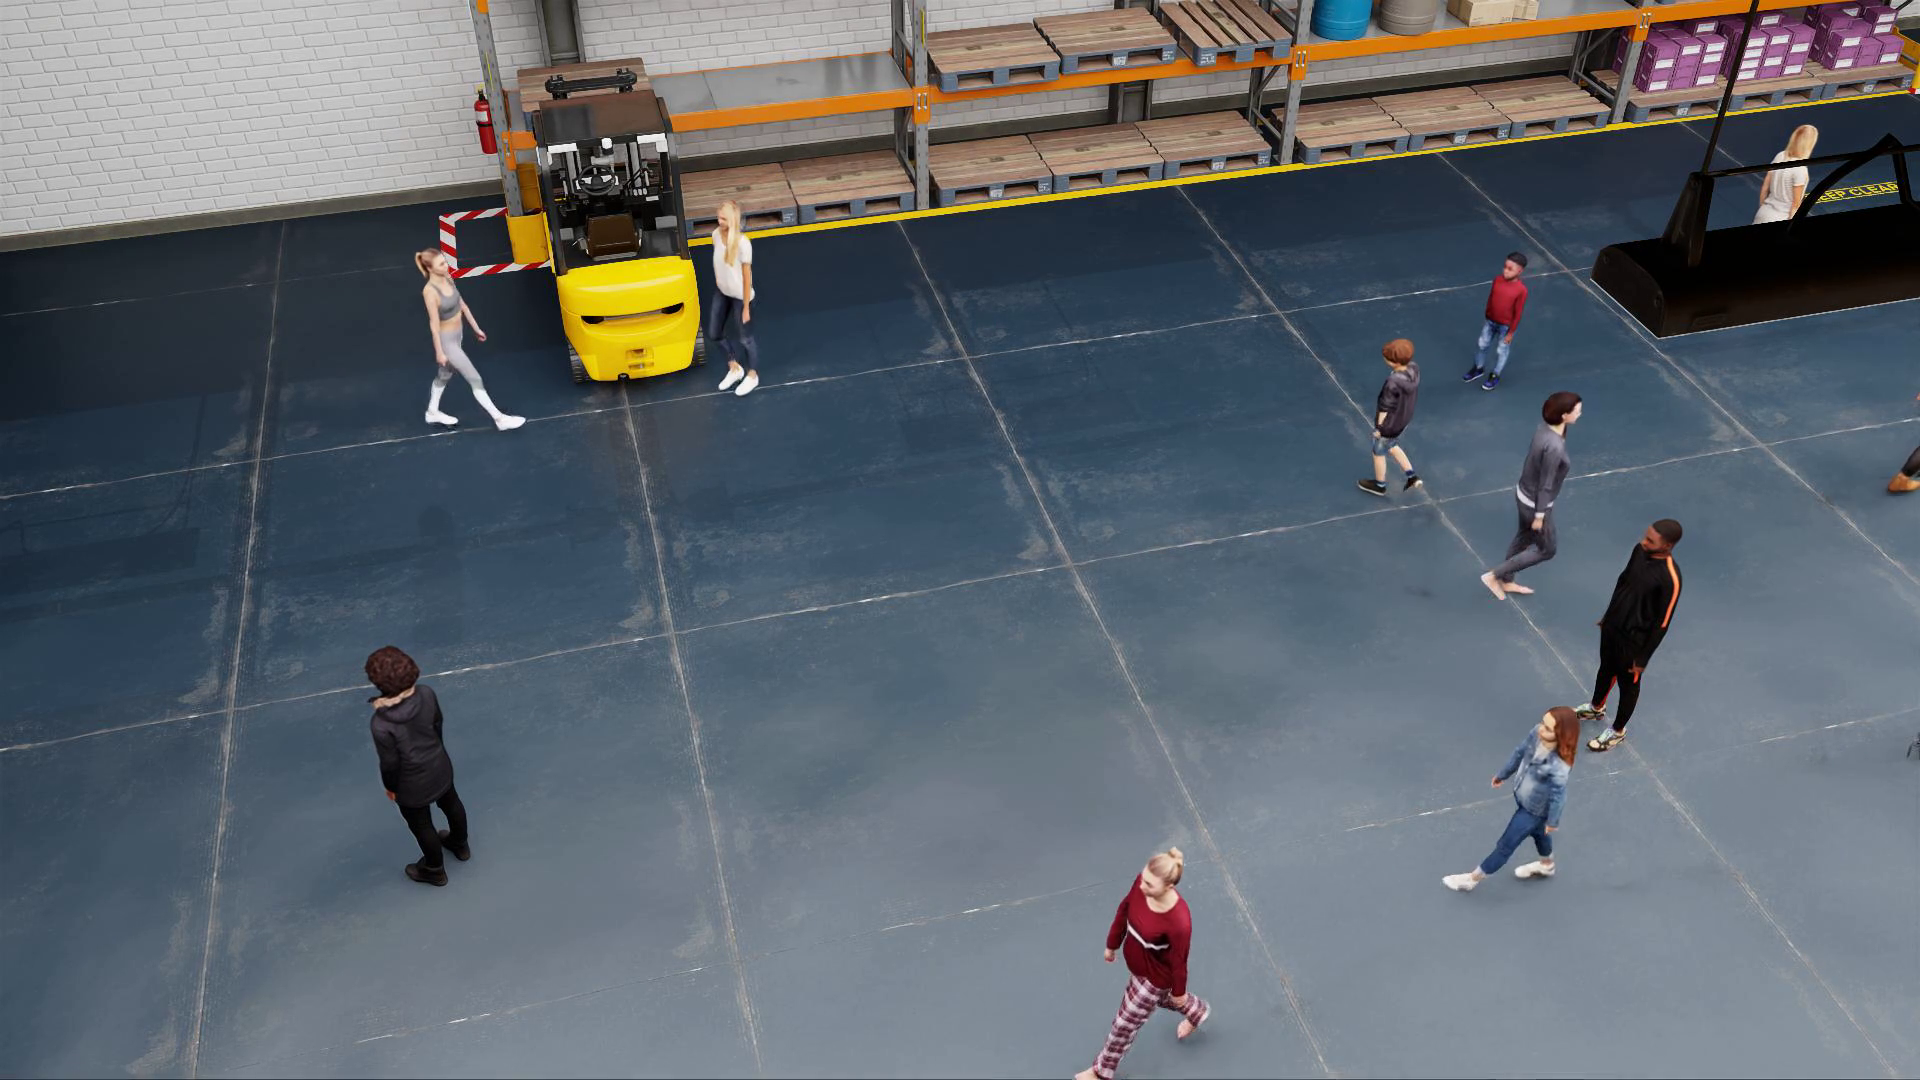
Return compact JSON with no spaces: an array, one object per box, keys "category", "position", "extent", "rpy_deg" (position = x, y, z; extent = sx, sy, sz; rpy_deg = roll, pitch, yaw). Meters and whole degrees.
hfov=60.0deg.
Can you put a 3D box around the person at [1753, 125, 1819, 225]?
[{"category":"person","position":[7.271,-2.851,14.867],"extent":[0.514,1.825,0.606],"rpy_deg":[-10,40,-12]}]

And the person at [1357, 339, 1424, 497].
[{"category":"person","position":[3.355,-0.887,12.723],"extent":[0.779,1.433,0.796],"rpy_deg":[-32,48,-33]}]

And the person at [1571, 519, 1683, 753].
[{"category":"person","position":[4.285,0.575,10.590],"extent":[0.517,1.809,0.619],"rpy_deg":[-9,39,-11]}]

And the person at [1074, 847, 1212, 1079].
[{"category":"person","position":[1.057,2.188,8.689],"extent":[1.126,1.660,0.762],"rpy_deg":[-17,42,-20]}]

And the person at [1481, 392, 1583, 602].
[{"category":"person","position":[3.970,-0.295,11.721],"extent":[0.783,1.757,0.741],"rpy_deg":[3,39,4]}]

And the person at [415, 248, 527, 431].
[{"category":"person","position":[-4.188,-1.592,13.426],"extent":[1.181,1.655,0.851],"rpy_deg":[4,39,4]}]

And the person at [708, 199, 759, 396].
[{"category":"person","position":[-1.813,-2.050,13.884],"extent":[0.719,1.800,0.755],"rpy_deg":[28,46,30]}]

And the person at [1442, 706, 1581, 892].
[{"category":"person","position":[3.420,1.512,9.709],"extent":[1.014,1.445,0.692],"rpy_deg":[-2,39,-3]}]

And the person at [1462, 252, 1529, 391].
[{"category":"person","position":[4.636,-1.882,14.114],"extent":[0.633,1.250,0.598],"rpy_deg":[-28,46,-30]}]

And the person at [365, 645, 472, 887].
[{"category":"person","position":[-3.146,1.320,9.680],"extent":[0.793,1.781,0.733],"rpy_deg":[20,43,23]}]
